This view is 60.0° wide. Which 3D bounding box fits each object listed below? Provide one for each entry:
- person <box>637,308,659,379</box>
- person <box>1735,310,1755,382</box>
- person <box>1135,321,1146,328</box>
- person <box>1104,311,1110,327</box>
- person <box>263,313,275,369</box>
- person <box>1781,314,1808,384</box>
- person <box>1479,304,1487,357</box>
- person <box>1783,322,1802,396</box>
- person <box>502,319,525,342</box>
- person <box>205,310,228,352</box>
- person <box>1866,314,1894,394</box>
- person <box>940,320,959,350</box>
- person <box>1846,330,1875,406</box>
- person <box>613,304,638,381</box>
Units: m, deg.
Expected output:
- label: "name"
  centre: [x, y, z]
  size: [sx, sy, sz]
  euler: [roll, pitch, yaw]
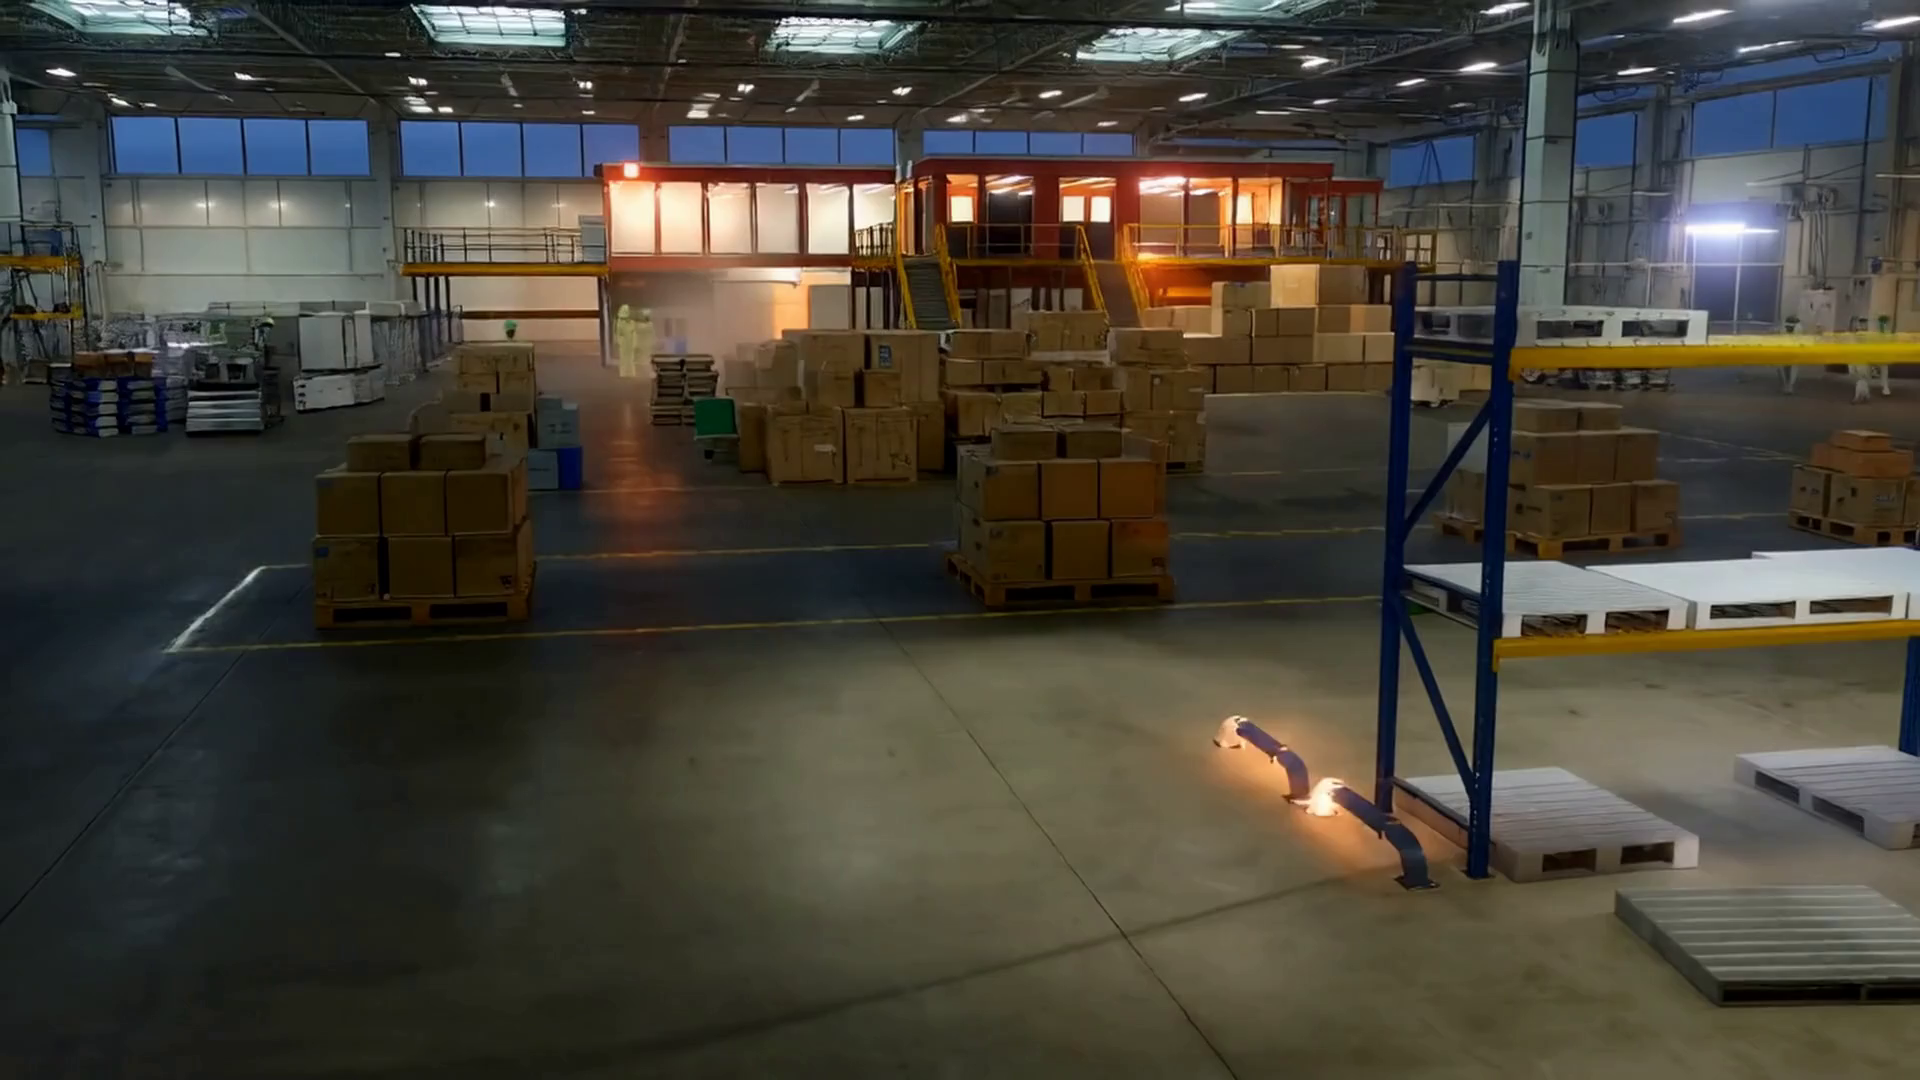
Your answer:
- label: "person"
  centre: [-8.433, -5.289, 44.834]
  size: [0.557, 1.902, 0.593]
  euler: [9, 13, 44]
- label: "person"
  centre: [20.499, -5.053, 43.390]
  size: [0.476, 1.901, 0.575]
  euler: [0, 9, -1]
- label: "person"
  centre: [3.942, -3.859, 36.276]
  size: [0.536, 1.851, 0.662]
  euler: [-4, 10, -21]
- label: "person"
  centre: [3.619, -4.915, 42.626]
  size: [1.051, 1.890, 0.644]
  euler: [-4, 10, -25]
- label: "person"
  centre: [-19.060, -5.400, 45.960]
  size: [0.342, 1.759, 0.523]
  euler: [-8, 12, -39]
- label: "person"
  centre: [21.658, -4.965, 43.199]
  size: [0.665, 1.799, 0.765]
  euler: [3, 10, 17]
- label: "person"
  centre: [14.309, -5.464, 45.645]
  size: [0.403, 1.987, 0.613]
  euler: [0, 9, -1]
- label: "person"
  centre: [19.416, -4.237, 38.953]
  size: [0.554, 1.716, 0.895]
  euler: [7, 12, 36]
- label: "person"
  centre: [-9.429, -3.675, 34.930]
  size: [0.582, 1.914, 0.649]
  euler: [4, 10, 23]
- label: "person"
  centre: [-20.012, -5.265, 44.820]
  size: [0.575, 1.862, 0.728]
  euler: [-2, 9, -10]
- label: "person"
  centre: [21.941, -4.429, 39.652]
  size: [0.572, 1.879, 1.002]
  euler: [0, 9, 0]
- label: "person"
  centre: [-0.104, -3.177, 31.697]
  size: [1.061, 1.976, 0.651]
  euler: [-1, 9, -6]
- label: "person"
  centre: [19.625, -3.734, 36.110]
  size: [0.868, 1.658, 0.541]
  euler: [-4, 10, -20]
- label: "person"
  centre: [-8.854, -5.247, 44.157]
  size: [0.538, 2.000, 0.683]
  euler: [-9, 13, -42]
